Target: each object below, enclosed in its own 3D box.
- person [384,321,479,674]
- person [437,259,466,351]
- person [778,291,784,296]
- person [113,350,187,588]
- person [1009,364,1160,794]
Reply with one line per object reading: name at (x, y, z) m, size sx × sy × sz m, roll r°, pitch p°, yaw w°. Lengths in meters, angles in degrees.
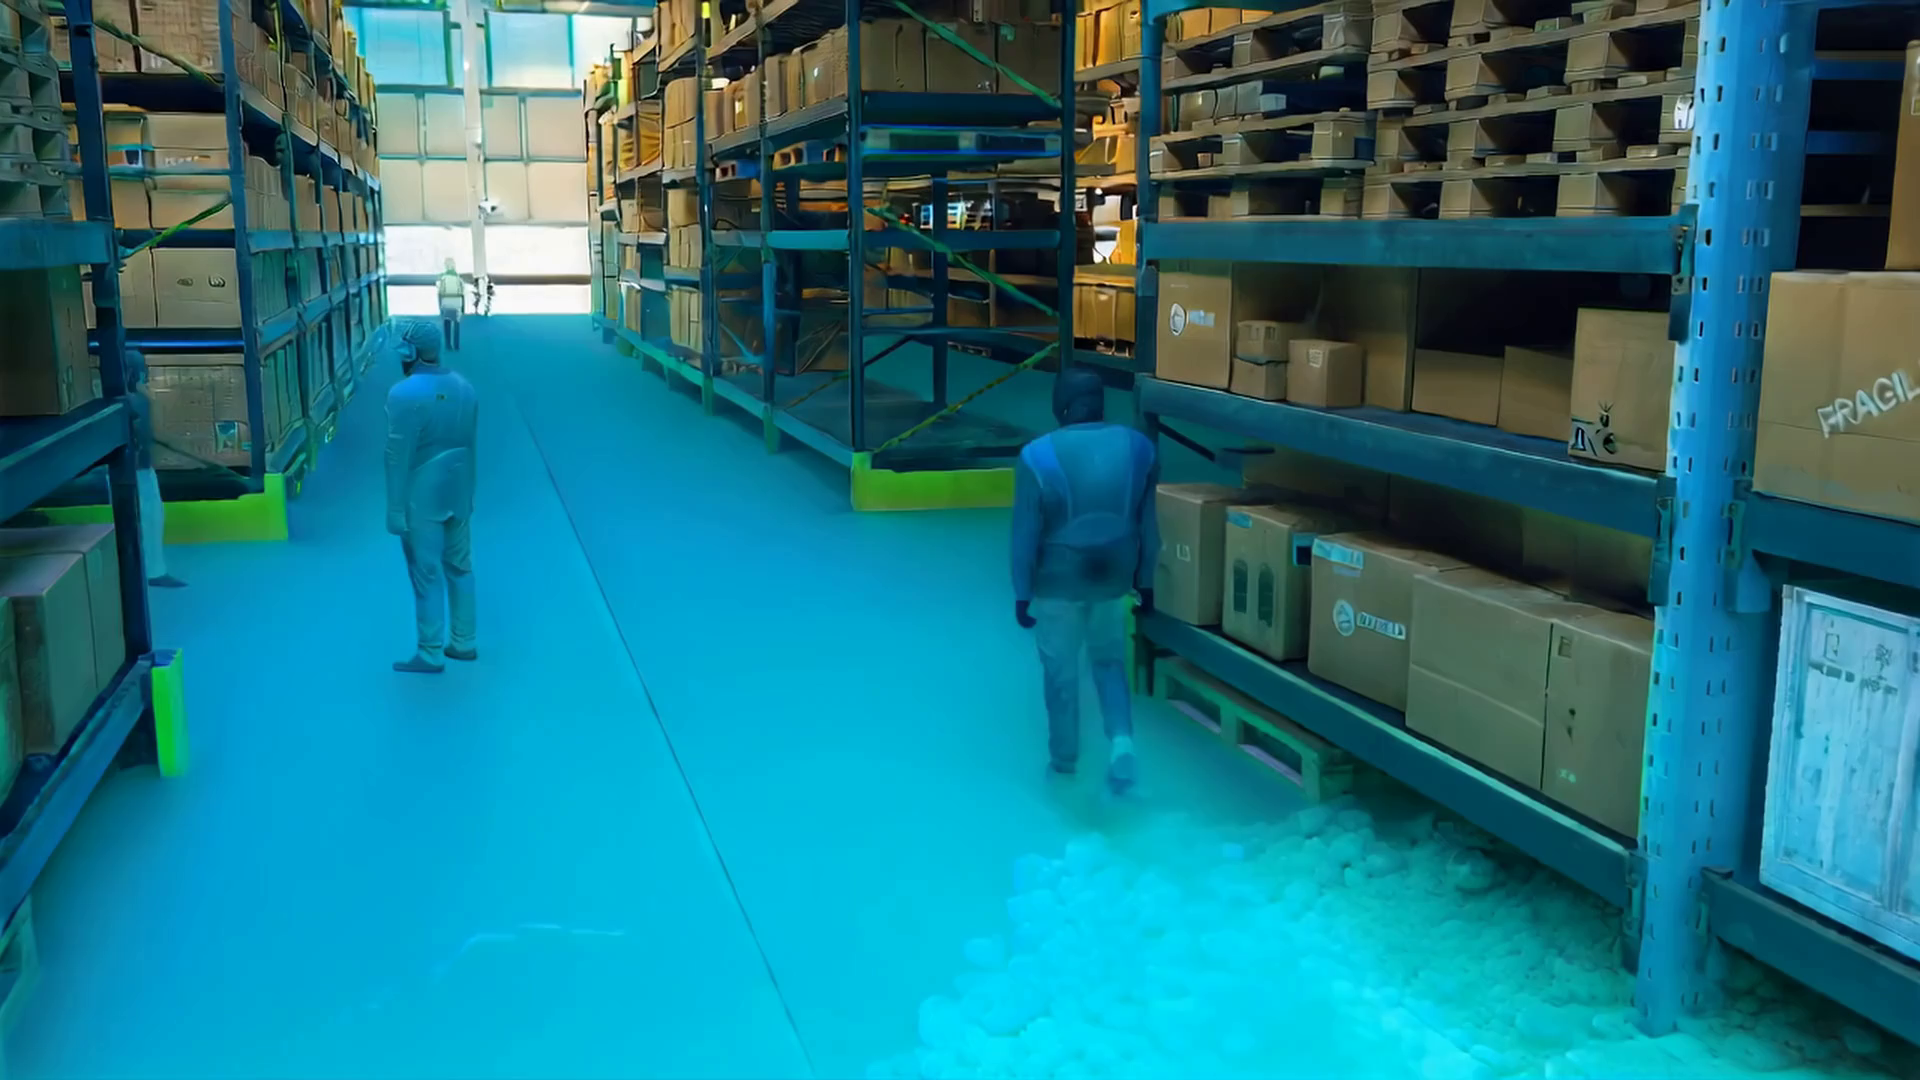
person at (-2.887, -0.232, 9.044) m, size 0.399 × 1.900 × 0.643 m, roll 4°, pitch 11°, yaw 20°
person at (-10.516, -4.863, 34.449) m, size 0.550 × 1.890 × 0.948 m, roll -3°, pitch 11°, yaw -16°
person at (-4.004, -5.007, 35.516) m, size 0.584 × 1.796 × 0.911 m, roll -4°, pitch 11°, yaw -21°
person at (-5.538, -0.456, 11.028) m, size 0.585 × 1.616 × 0.510 m, roll 1°, pitch 10°, yaw 4°
person at (0.516, 0.187, 6.929) m, size 0.647 × 1.830 × 0.488 m, roll -3°, pitch 11°, yaw -14°
